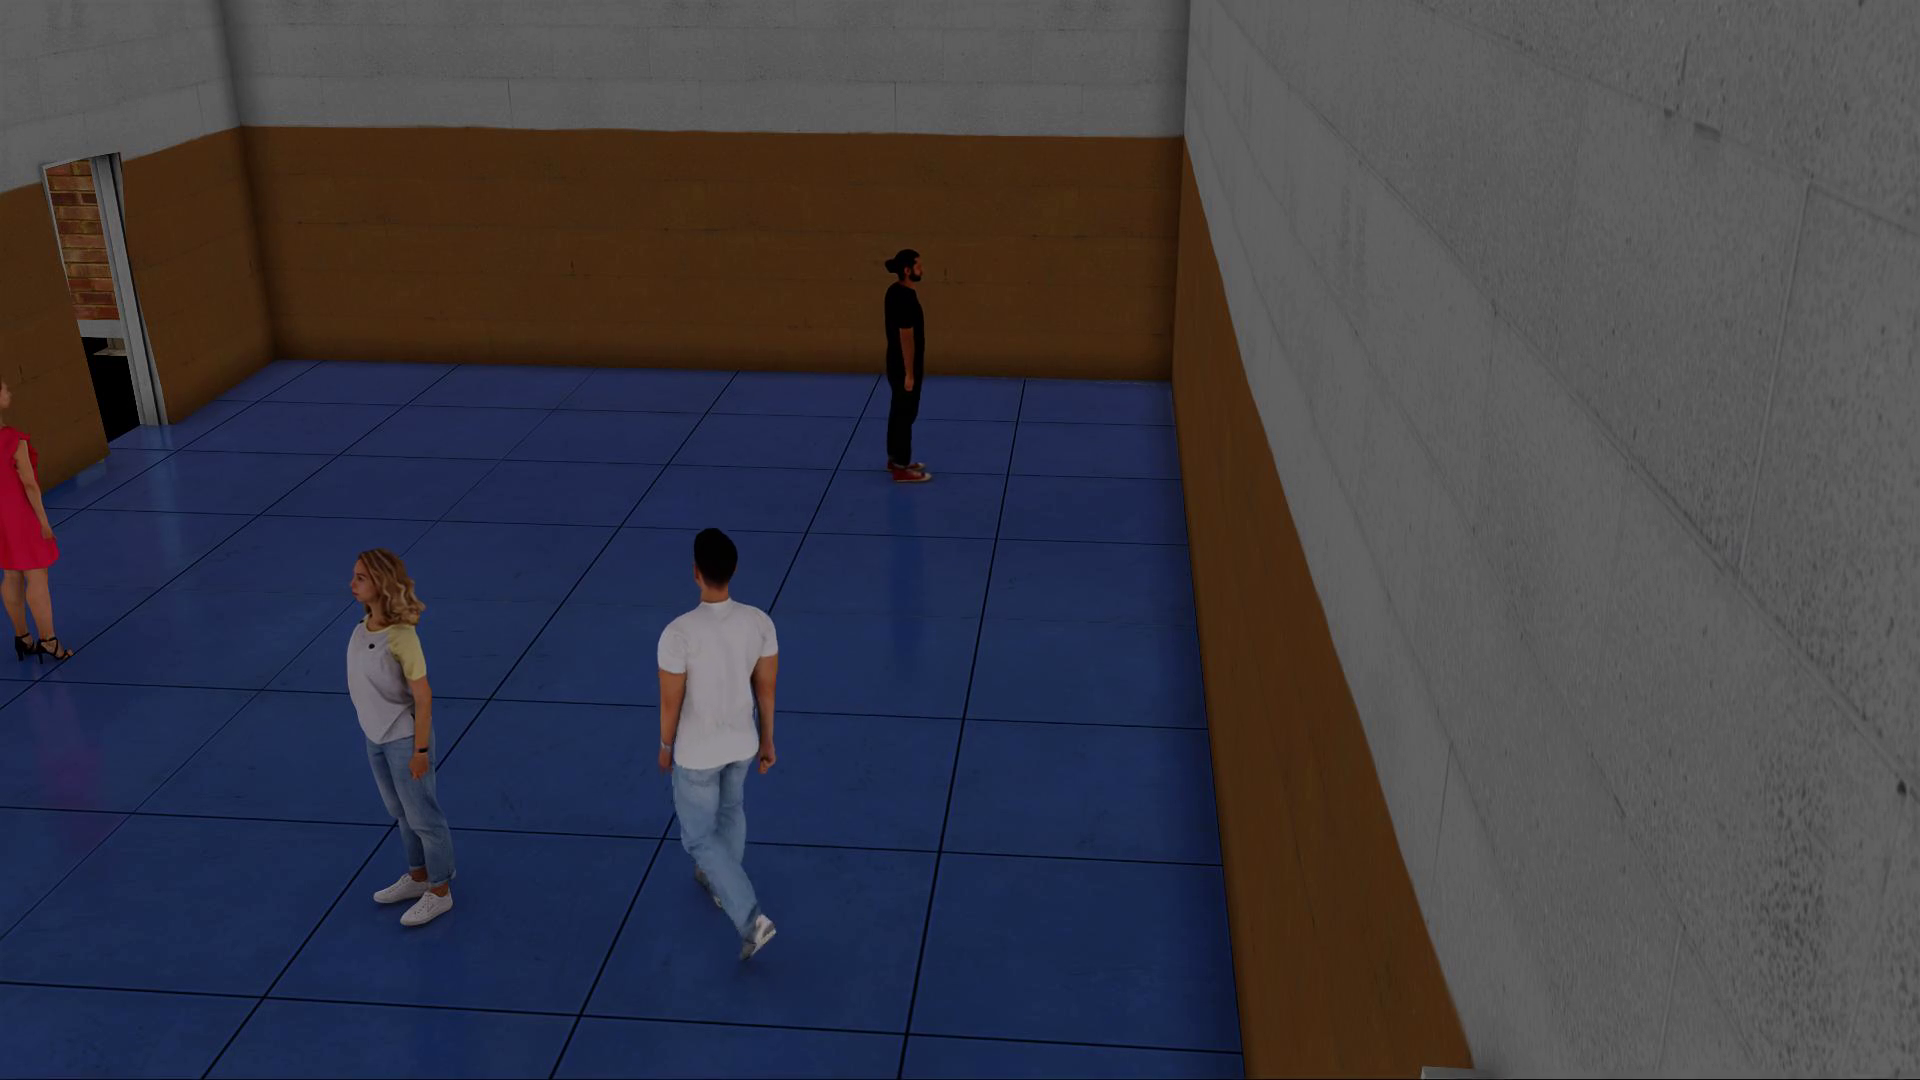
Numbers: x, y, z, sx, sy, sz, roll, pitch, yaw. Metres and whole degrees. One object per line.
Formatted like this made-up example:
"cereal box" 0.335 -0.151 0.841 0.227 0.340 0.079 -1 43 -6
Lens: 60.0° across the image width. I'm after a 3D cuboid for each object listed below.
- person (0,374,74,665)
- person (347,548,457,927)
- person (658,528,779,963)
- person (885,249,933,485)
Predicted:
"person" -5.423 -0.122 9.528 0.563 1.727 0.691 8 23 19
"person" -2.392 0.835 7.130 0.767 1.723 0.691 -20 29 -41
"person" -0.981 0.875 6.893 1.112 1.842 1.171 -17 28 -36
"person" -0.419 -1.305 12.430 0.644 1.758 0.711 -5 22 -13
